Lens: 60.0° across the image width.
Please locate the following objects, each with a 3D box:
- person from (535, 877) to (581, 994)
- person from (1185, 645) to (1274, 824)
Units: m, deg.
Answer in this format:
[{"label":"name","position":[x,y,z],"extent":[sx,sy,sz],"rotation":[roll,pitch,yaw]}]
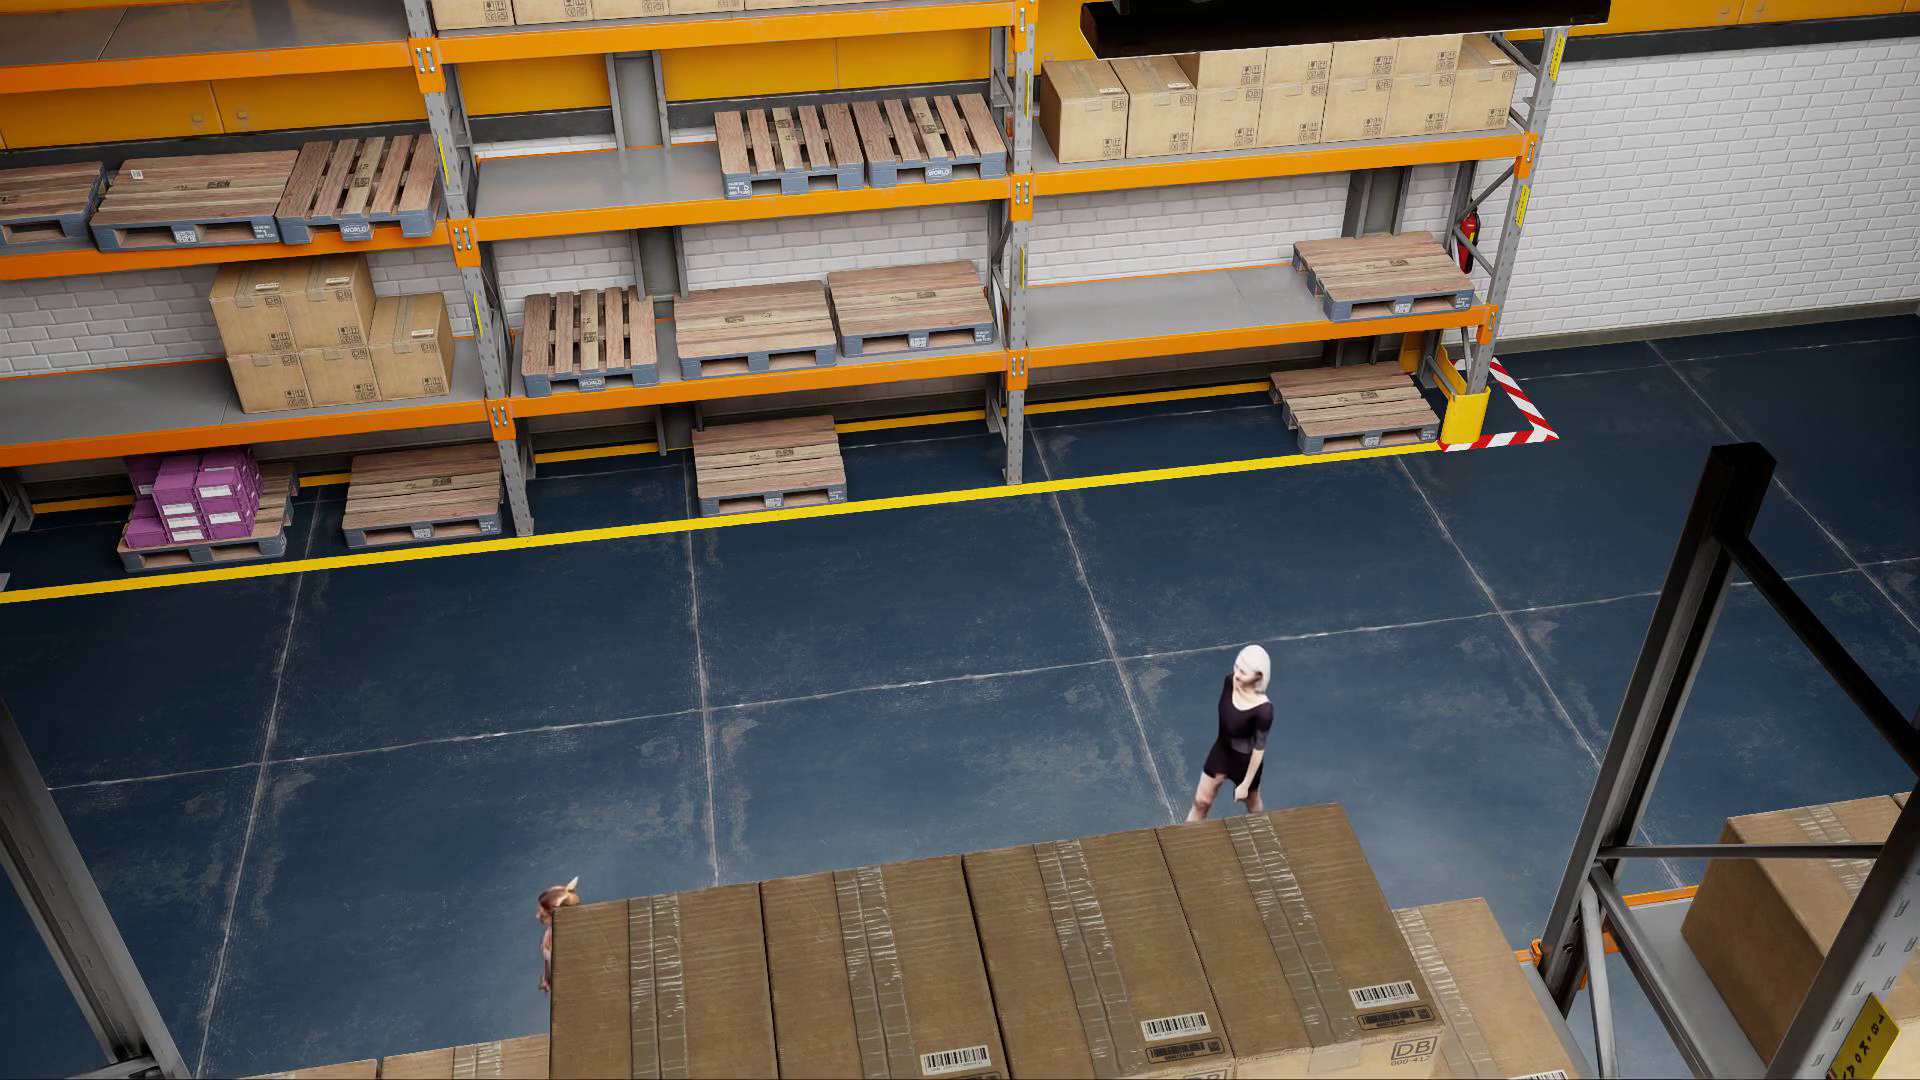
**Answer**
[{"label":"person","position":[-1.963,2.399,8.988],"extent":[1.082,1.611,0.779],"rotation":[-17,42,-20]},{"label":"person","position":[1.778,1.316,10.192],"extent":[1.140,1.800,0.893],"rotation":[-22,44,-25]}]
